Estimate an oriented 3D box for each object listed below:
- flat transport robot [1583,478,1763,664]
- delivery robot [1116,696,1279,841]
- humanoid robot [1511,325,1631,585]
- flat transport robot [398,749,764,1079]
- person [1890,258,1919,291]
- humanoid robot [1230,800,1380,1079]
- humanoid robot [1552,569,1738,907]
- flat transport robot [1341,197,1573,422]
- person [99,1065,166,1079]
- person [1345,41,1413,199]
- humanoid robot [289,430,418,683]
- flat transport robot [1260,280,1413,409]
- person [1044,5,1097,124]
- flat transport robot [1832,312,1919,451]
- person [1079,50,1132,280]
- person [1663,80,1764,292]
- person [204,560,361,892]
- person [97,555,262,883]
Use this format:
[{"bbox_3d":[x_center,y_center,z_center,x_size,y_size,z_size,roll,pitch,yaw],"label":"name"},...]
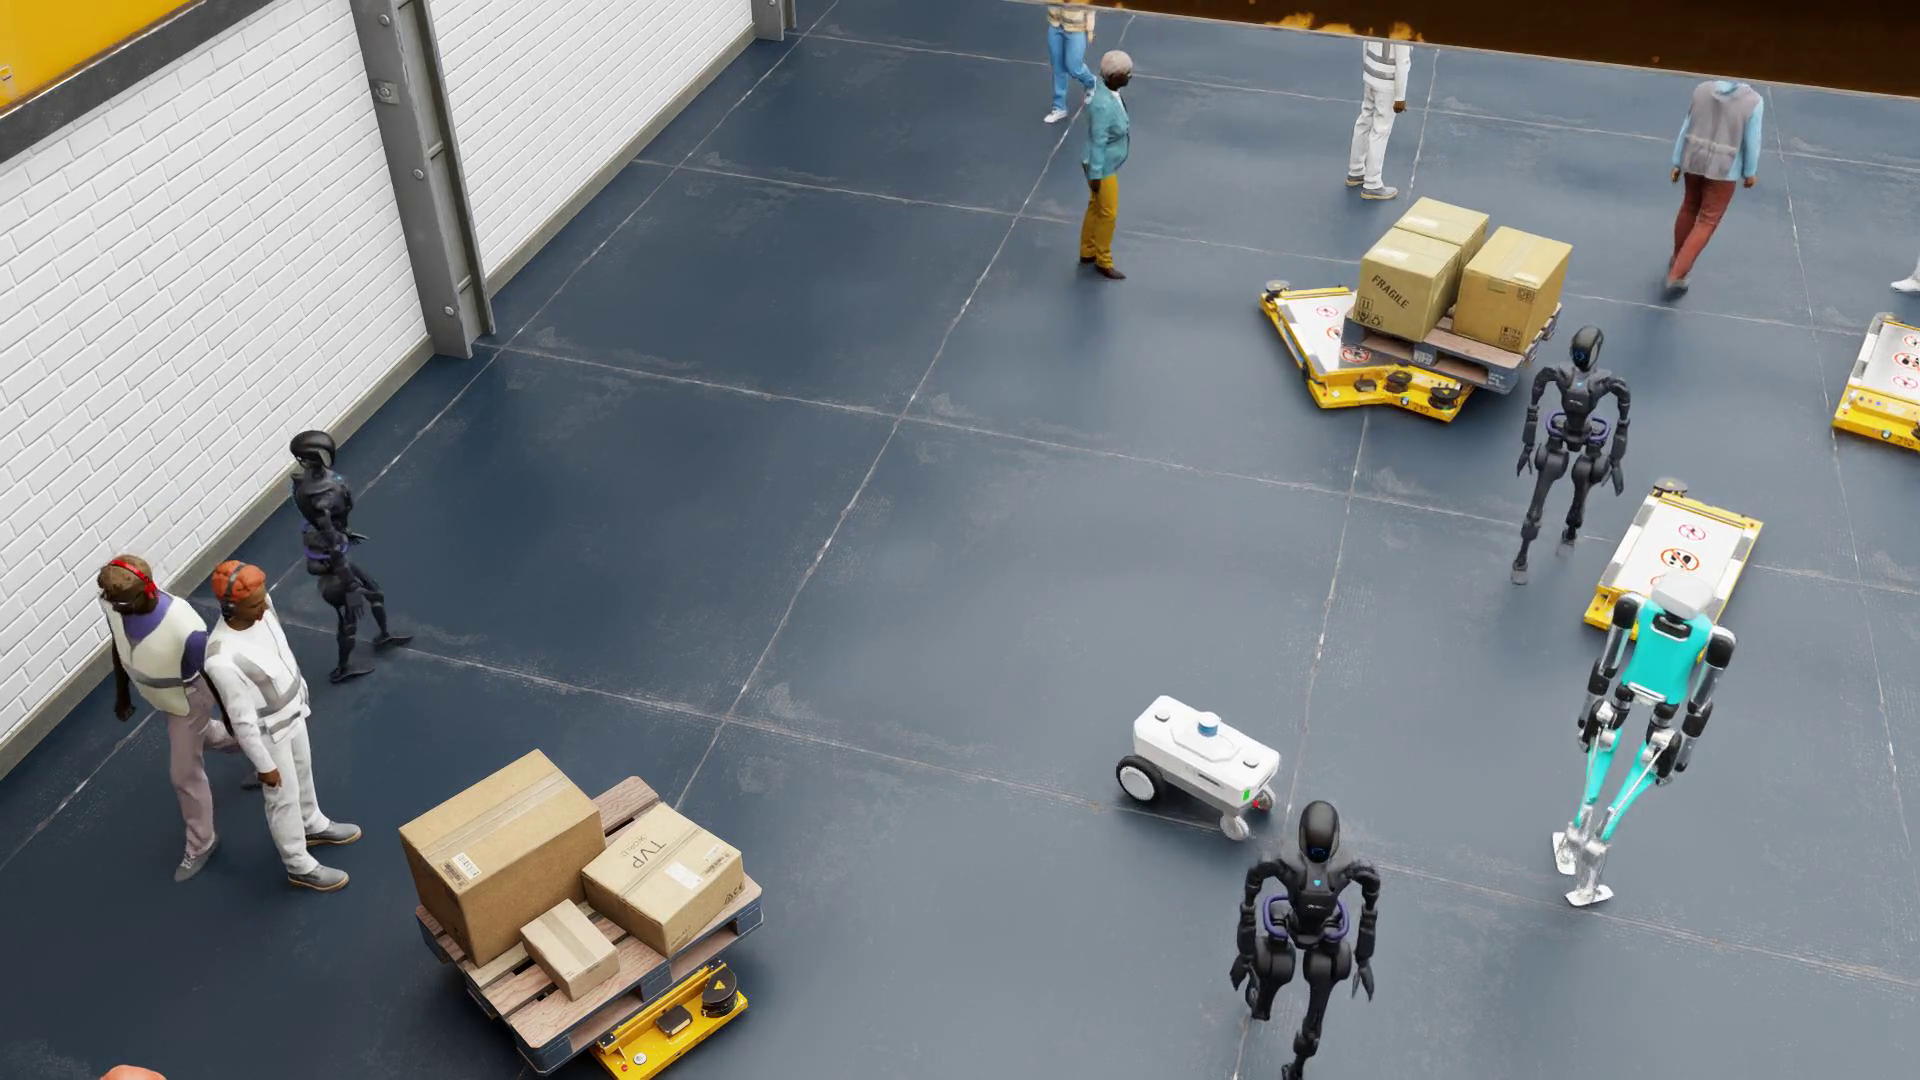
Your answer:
[{"bbox_3d":[4.233,0.154,9.813,0.659,0.231,1.431,23,44,25],"label":"flat transport robot"},{"bbox_3d":[1.217,1.101,8.389,0.747,0.572,0.499,26,46,29],"label":"delivery robot"},{"bbox_3d":[3.515,-0.491,9.524,0.626,1.638,0.634,22,44,25],"label":"humanoid robot"},{"bbox_3d":[-1.679,1.866,7.684,0.659,0.231,1.431,-31,48,-32],"label":"flat transport robot"},{"bbox_3d":[7.377,-2.560,12.110,0.765,1.616,0.343,-9,40,-11],"label":"person"},{"bbox_3d":[1.424,1.634,6.864,0.590,1.639,0.636,2,39,3],"label":"humanoid robot"},{"bbox_3d":[2.989,1.003,7.568,0.547,1.743,0.828,27,46,29],"label":"humanoid robot"},{"bbox_3d":[3.392,-1.326,11.654,0.659,0.231,1.431,23,44,26],"label":"flat transport robot"},{"bbox_3d":[-2.579,2.421,5.663,0.550,1.934,0.371,-16,41,-18],"label":"person"},{"bbox_3d":[3.388,-3.643,13.248,0.349,1.882,0.582,-11,40,-13],"label":"person"},{"bbox_3d":[-3.265,0.084,8.780,0.486,1.639,0.601,-12,40,-15],"label":"humanoid robot"},{"bbox_3d":[2.650,-1.409,11.757,0.659,0.231,1.431,-5,39,-7],"label":"flat transport robot"},{"bbox_3d":[0.973,-4.486,14.421,0.511,1.712,0.507,28,46,30],"label":"person"},{"bbox_3d":[6.458,-1.090,11.360,0.659,0.231,1.431,22,44,25],"label":"flat transport robot"},{"bbox_3d":[1.094,-2.756,12.254,0.400,1.742,0.558,8,40,10],"label":"person"},{"bbox_3d":[5.478,-2.717,12.117,0.740,1.851,0.547,-26,46,-29],"label":"person"},{"bbox_3d":[-3.152,0.844,7.664,0.340,1.885,0.579,-2,39,-2],"label":"person"},{"bbox_3d":[-3.651,0.724,7.888,0.583,1.808,0.863,22,44,25],"label":"person"}]
